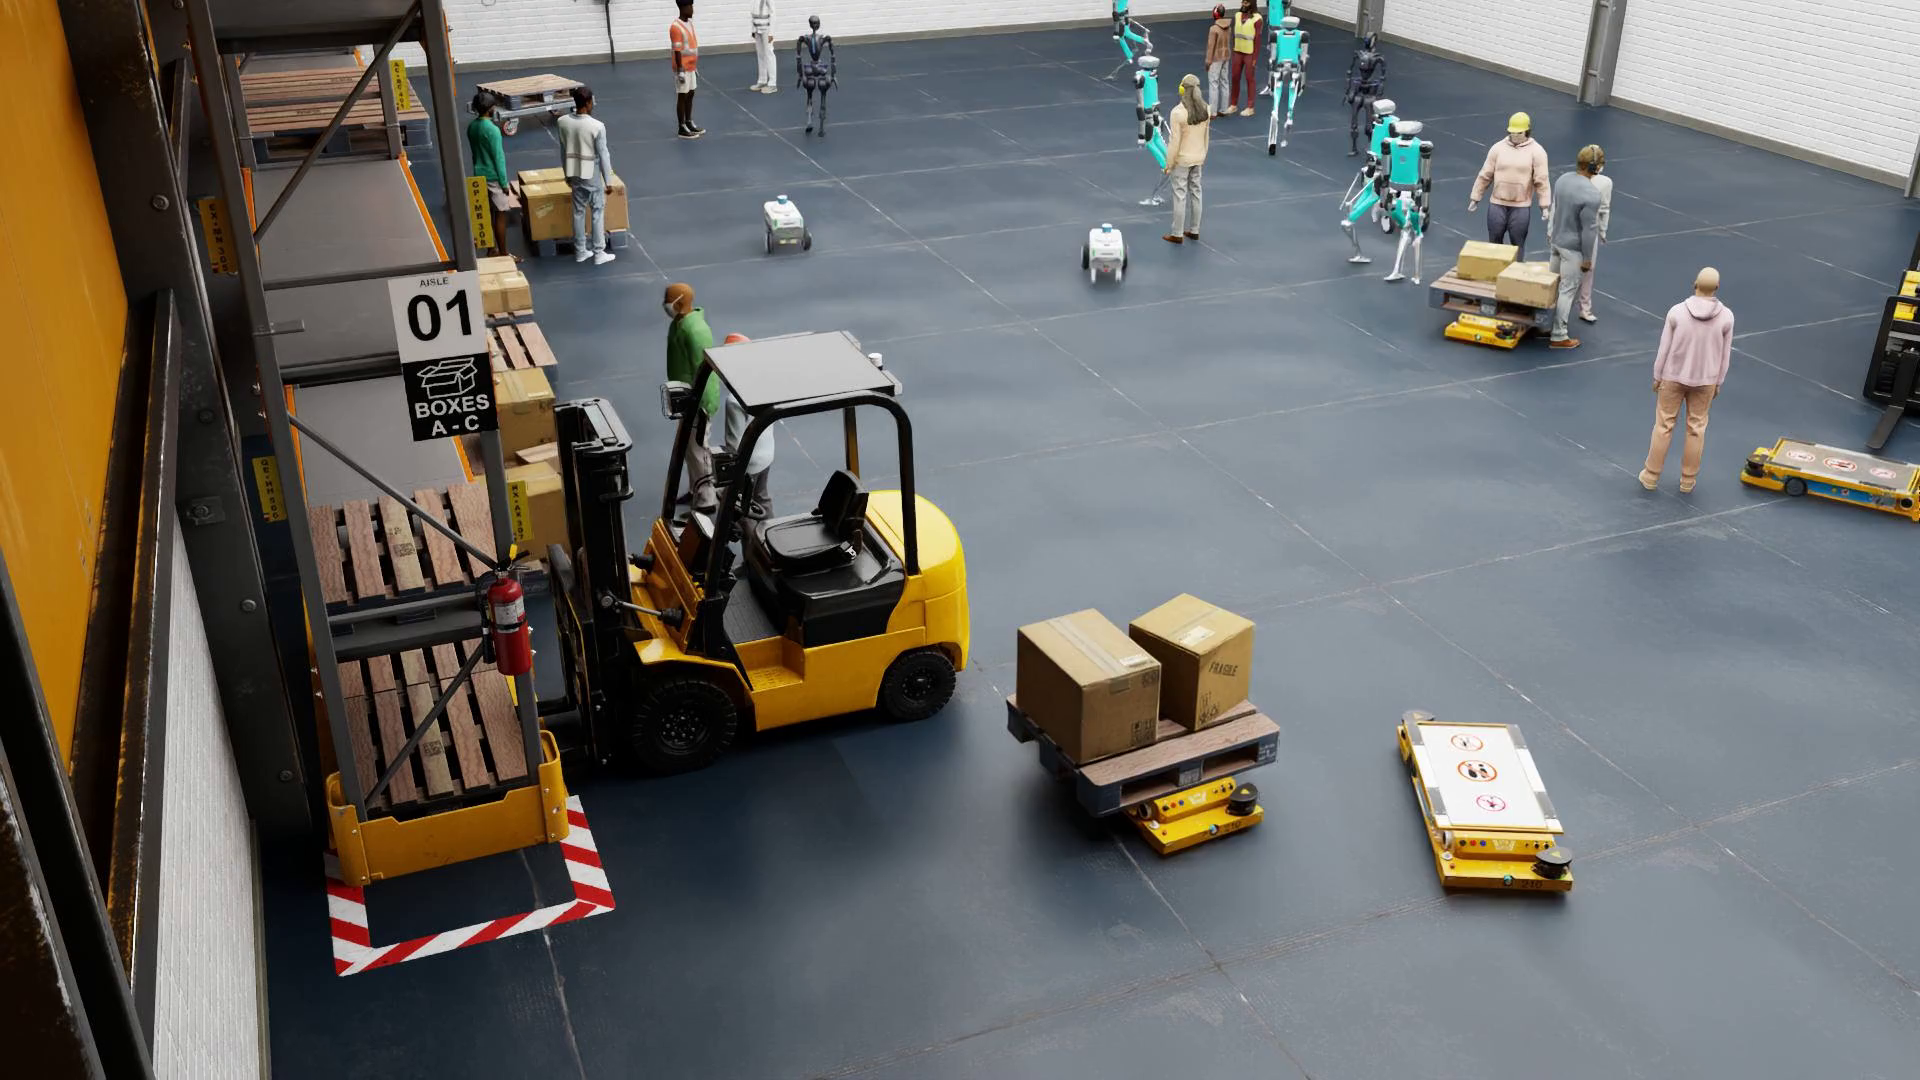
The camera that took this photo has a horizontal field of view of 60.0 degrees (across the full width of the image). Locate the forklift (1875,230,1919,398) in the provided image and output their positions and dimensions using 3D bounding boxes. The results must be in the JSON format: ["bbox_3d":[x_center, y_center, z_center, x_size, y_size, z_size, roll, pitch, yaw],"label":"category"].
[{"bbox_3d":[9.029,-2.397,14.618,1.214,2.155,2.313,18,32,32],"label":"forklift"}]

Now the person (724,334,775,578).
[{"bbox_3d":[-1.475,-0.589,11.523,0.351,1.737,0.572,9,28,17],"label":"person"}]

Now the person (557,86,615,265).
[{"bbox_3d":[-4.039,-3.926,17.976,0.600,1.907,0.398,10,29,20],"label":"person"}]

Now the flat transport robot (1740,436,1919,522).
[{"bbox_3d":[6.908,-0.471,12.925,1.431,0.231,0.659,17,31,31],"label":"flat transport robot"}]

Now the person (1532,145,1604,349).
[{"bbox_3d":[5.732,-2.737,15.591,0.375,1.935,0.628,-6,27,-11],"label":"person"}]

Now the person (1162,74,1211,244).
[{"bbox_3d":[2.559,-4.273,18.701,0.554,1.877,0.404,-15,31,-28],"label":"person"}]

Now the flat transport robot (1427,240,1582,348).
[{"bbox_3d":[5.349,-2.231,16.425,0.659,0.231,1.431,17,31,30],"label":"flat transport robot"}]

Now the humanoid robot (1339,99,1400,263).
[{"bbox_3d":[4.334,-3.810,17.966,0.680,1.828,0.542,-6,27,-12],"label":"humanoid robot"}]

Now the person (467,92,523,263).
[{"bbox_3d":[-5.079,-3.892,17.979,0.496,1.843,0.404,21,33,35],"label":"person"}]

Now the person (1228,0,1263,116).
[{"bbox_3d":[4.243,-7.194,24.637,0.470,1.762,0.370,23,35,38],"label":"person"}]

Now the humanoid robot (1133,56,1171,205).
[{"bbox_3d":[2.428,-4.926,20.145,0.697,1.776,0.540,14,30,26],"label":"humanoid robot"}]

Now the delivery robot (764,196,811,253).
[{"bbox_3d":[-1.994,-3.591,18.796,0.499,0.580,0.757,-7,28,-13],"label":"delivery robot"}]

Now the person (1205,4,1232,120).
[{"bbox_3d":[3.791,-7.008,24.397,0.462,1.647,0.308,-21,33,-35],"label":"person"}]

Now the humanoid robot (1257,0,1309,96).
[{"bbox_3d":[5.096,-7.740,25.793,1.035,1.755,0.547,-14,30,-25],"label":"humanoid robot"}]

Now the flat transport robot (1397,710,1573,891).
[{"bbox_3d":[2.867,1.413,9.177,0.659,0.231,1.431,2,27,3],"label":"flat transport robot"}]

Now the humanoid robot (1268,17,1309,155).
[{"bbox_3d":[4.386,-6.116,22.526,0.548,1.759,0.972,7,27,13],"label":"humanoid robot"}]

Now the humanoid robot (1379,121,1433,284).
[{"bbox_3d":[4.683,-3.524,17.377,0.559,1.794,0.793,14,30,26],"label":"humanoid robot"}]

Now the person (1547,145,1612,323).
[{"bbox_3d":[6.087,-3.029,16.368,0.575,1.748,0.454,9,28,17],"label":"person"}]

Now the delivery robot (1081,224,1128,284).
[{"bbox_3d":[1.559,-3.079,17.786,0.499,0.587,0.771,1,27,2],"label":"delivery robot"}]

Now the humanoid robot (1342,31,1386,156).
[{"bbox_3d":[5.466,-6.017,22.387,0.589,1.638,0.466,19,32,32],"label":"humanoid robot"}]

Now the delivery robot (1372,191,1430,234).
[{"bbox_3d":[5.130,-3.908,19.447,0.499,0.598,0.798,-5,27,-10],"label":"delivery robot"}]

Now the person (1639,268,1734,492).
[{"bbox_3d":[5.563,-1.206,12.700,0.521,1.784,0.401,7,27,13],"label":"person"}]

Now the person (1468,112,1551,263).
[{"bbox_3d":[5.686,-3.490,17.168,0.820,1.853,0.435,15,30,27],"label":"person"}]

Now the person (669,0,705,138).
[{"bbox_3d":[-3.844,-6.646,23.335,0.372,1.958,0.595,7,27,13],"label":"person"}]

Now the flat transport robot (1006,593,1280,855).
[{"bbox_3d":[1.034,1.256,9.490,0.659,0.231,1.431,-13,29,-24],"label":"flat transport robot"}]

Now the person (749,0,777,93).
[{"bbox_3d":[-3.091,-7.978,26.061,0.359,1.882,0.573,-19,33,-33],"label":"person"}]

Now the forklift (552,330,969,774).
[{"bbox_3d":[-1.094,0.010,9.831,2.313,2.155,1.214,-10,28,-20],"label":"forklift"}]

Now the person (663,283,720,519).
[{"bbox_3d":[-1.993,-1.047,12.397,0.422,1.777,0.562,-11,29,-21],"label":"person"}]

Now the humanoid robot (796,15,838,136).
[{"bbox_3d":[-2.019,-6.550,23.448,0.603,1.644,0.363,1,27,3],"label":"humanoid robot"}]

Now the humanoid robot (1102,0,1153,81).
[{"bbox_3d":[2.795,-8.166,26.665,1.035,1.773,0.549,12,29,23],"label":"humanoid robot"}]
